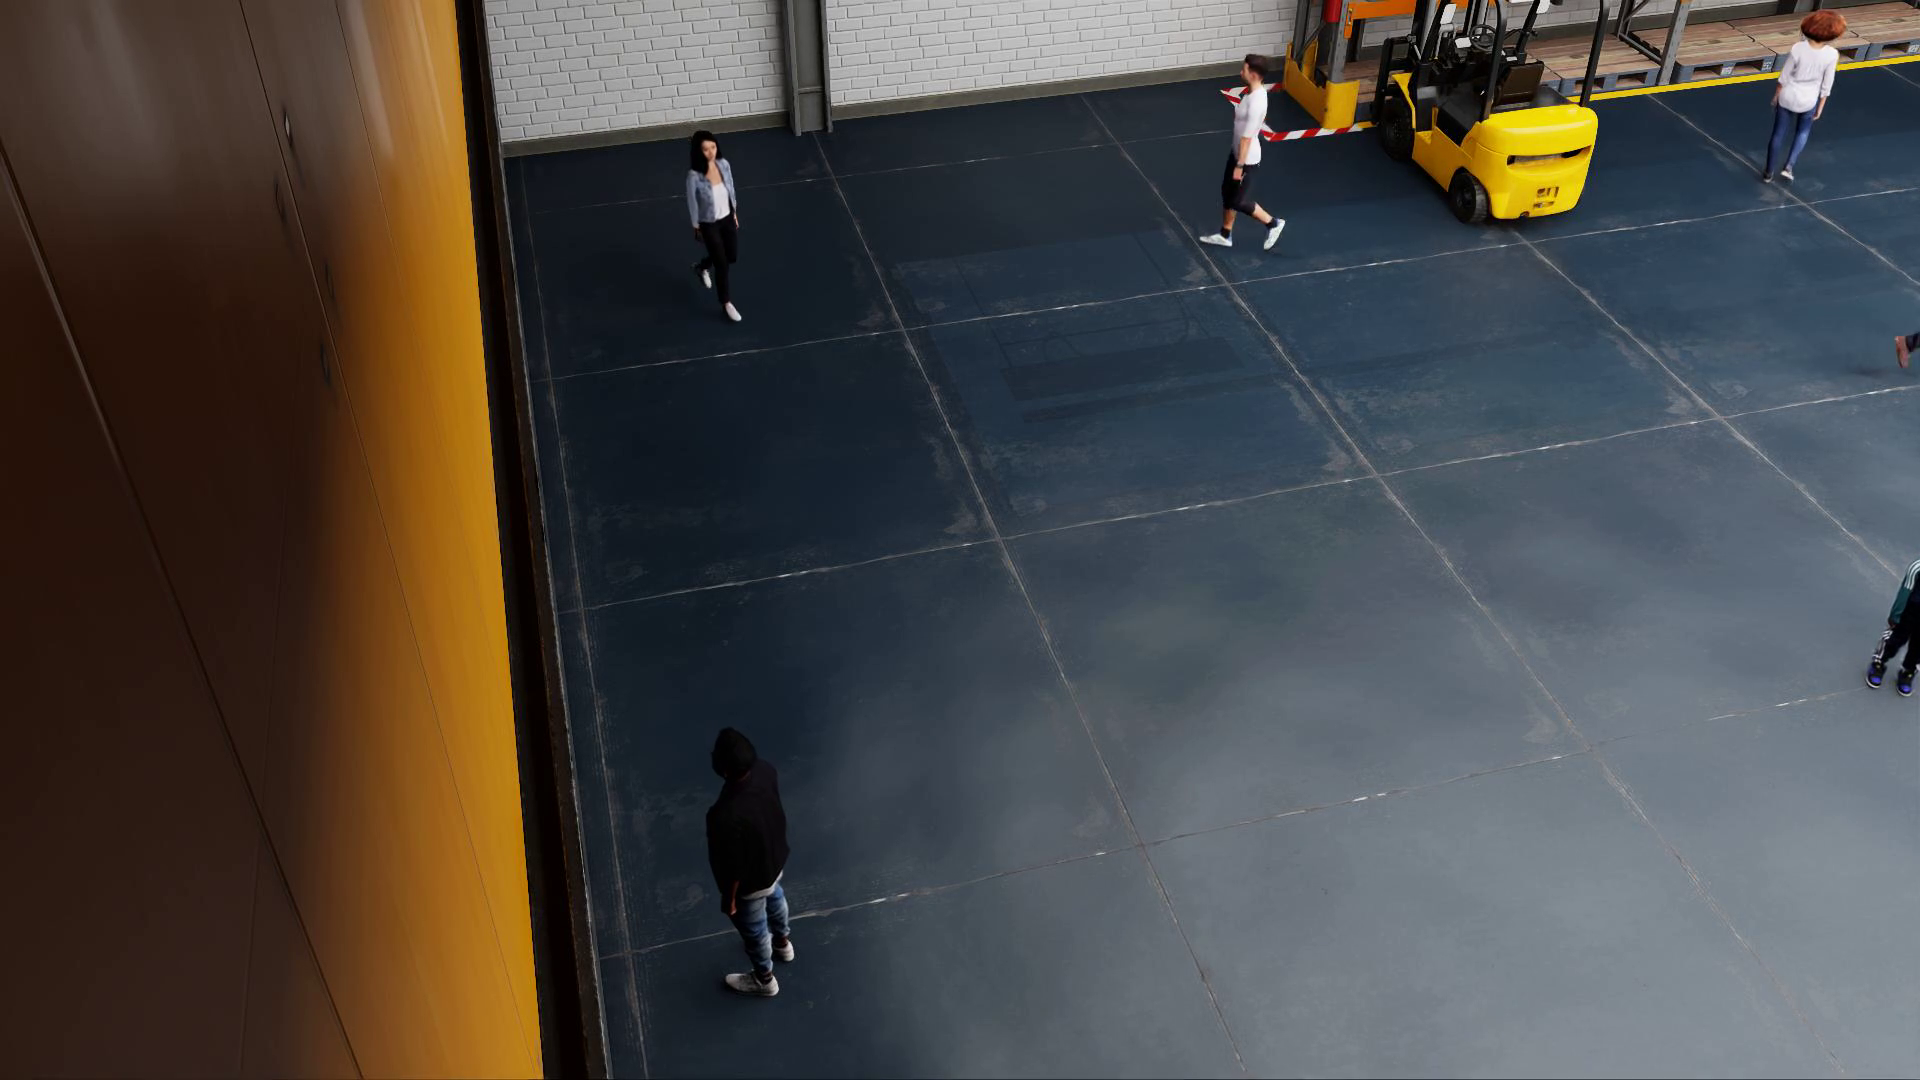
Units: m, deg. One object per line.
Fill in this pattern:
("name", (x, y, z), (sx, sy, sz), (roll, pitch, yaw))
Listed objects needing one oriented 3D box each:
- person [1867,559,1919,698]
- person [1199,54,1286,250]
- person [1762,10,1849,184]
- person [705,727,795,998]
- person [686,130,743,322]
("person", (6.098, 0.440, 10.513), (0.548, 1.255, 0.627), (13, 41, 16))
("person", (2.618, -3.428, 14.892), (1.096, 1.834, 0.900), (4, 39, 5))
("person", (8.050, -4.218, 15.986), (0.779, 1.703, 0.841), (19, 42, 22))
("person", (-1.070, 1.656, 8.543), (0.814, 1.813, 0.789), (14, 41, 17))
("person", (-2.113, -2.690, 14.086), (0.932, 1.688, 0.948), (31, 48, 33))
